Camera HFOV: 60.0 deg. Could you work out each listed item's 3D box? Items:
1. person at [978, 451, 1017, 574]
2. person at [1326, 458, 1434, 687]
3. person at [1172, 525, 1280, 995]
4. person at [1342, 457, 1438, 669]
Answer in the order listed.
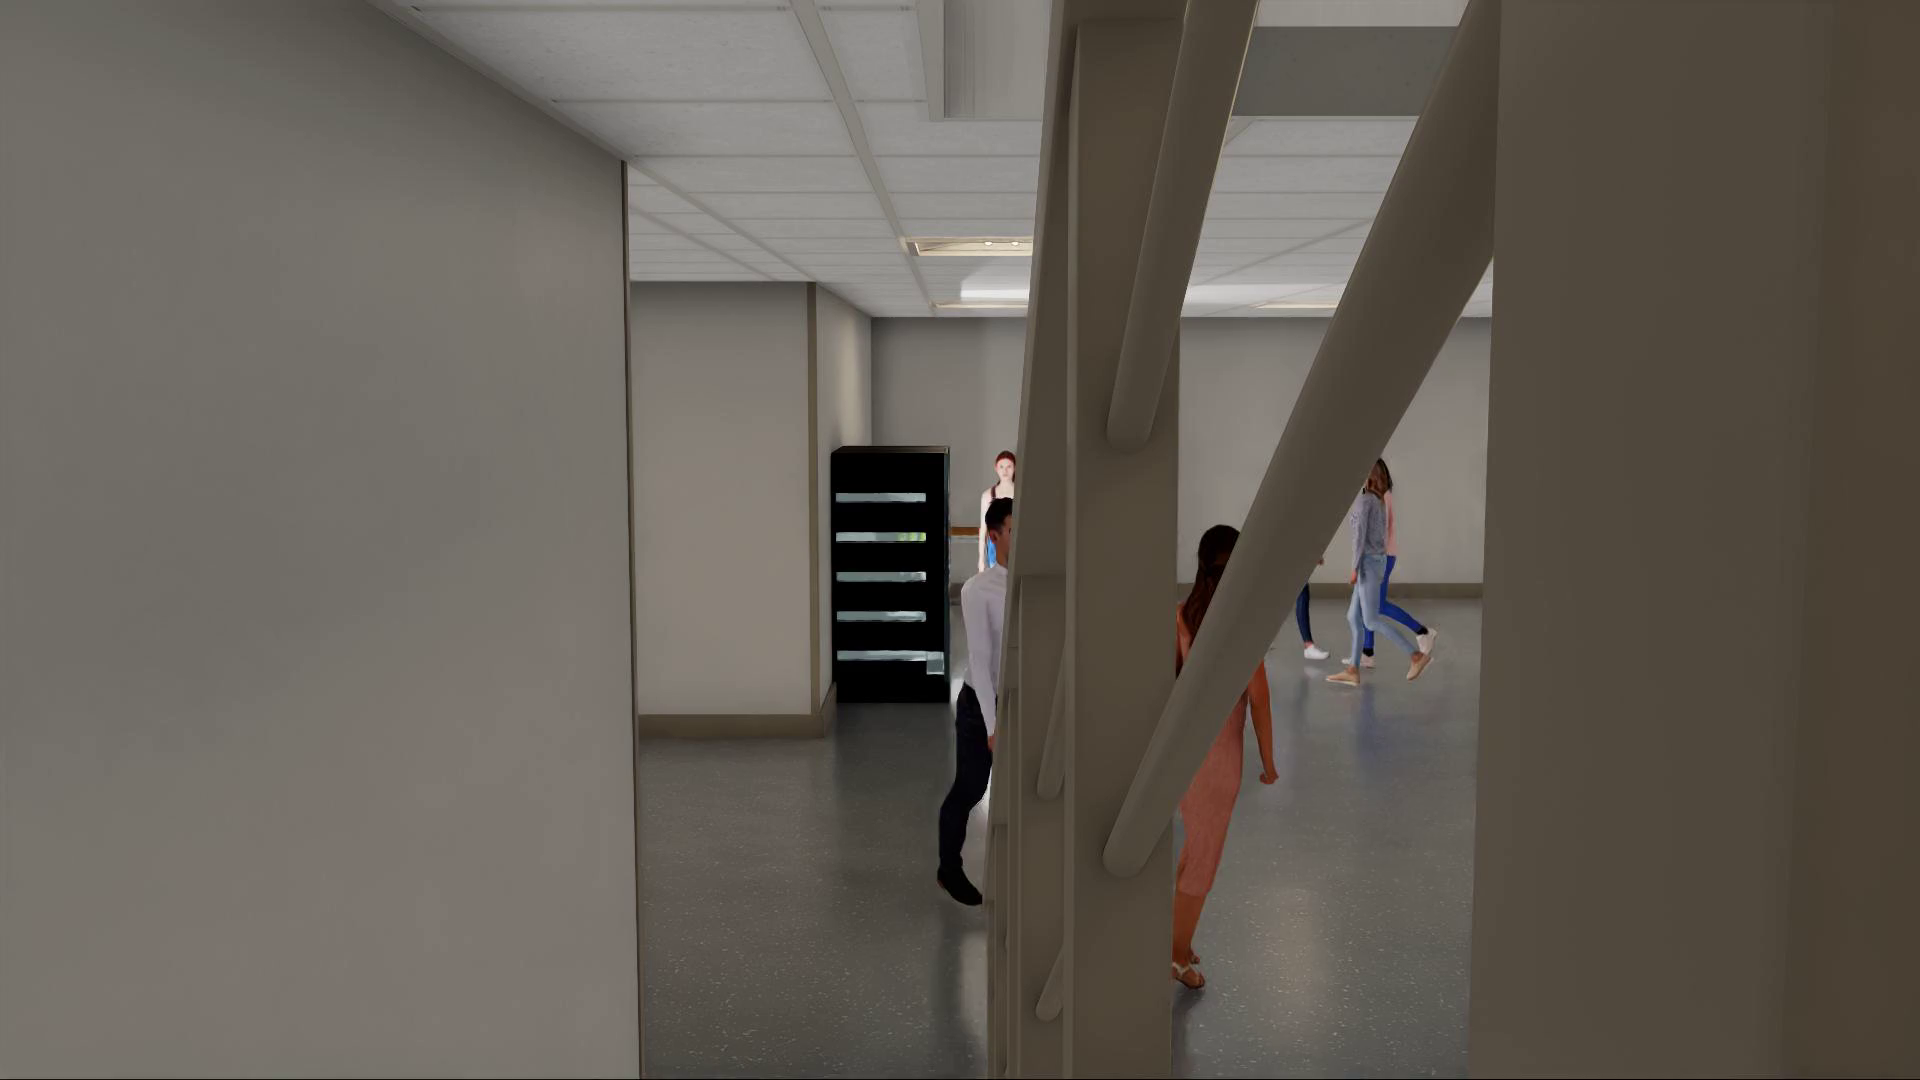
[{"bbox_3d":[0.379,0.185,13.419,0.593,1.752,1.008,0,6,2],"label":"person"},{"bbox_3d":[3.161,0.261,12.549,0.996,1.774,1.071,4,7,35],"label":"person"},{"bbox_3d":[0.876,0.865,6.352,0.801,1.813,0.735,-5,8,-42],"label":"person"},{"bbox_3d":[3.474,0.186,13.459,0.797,1.741,0.939,0,6,2],"label":"person"}]
